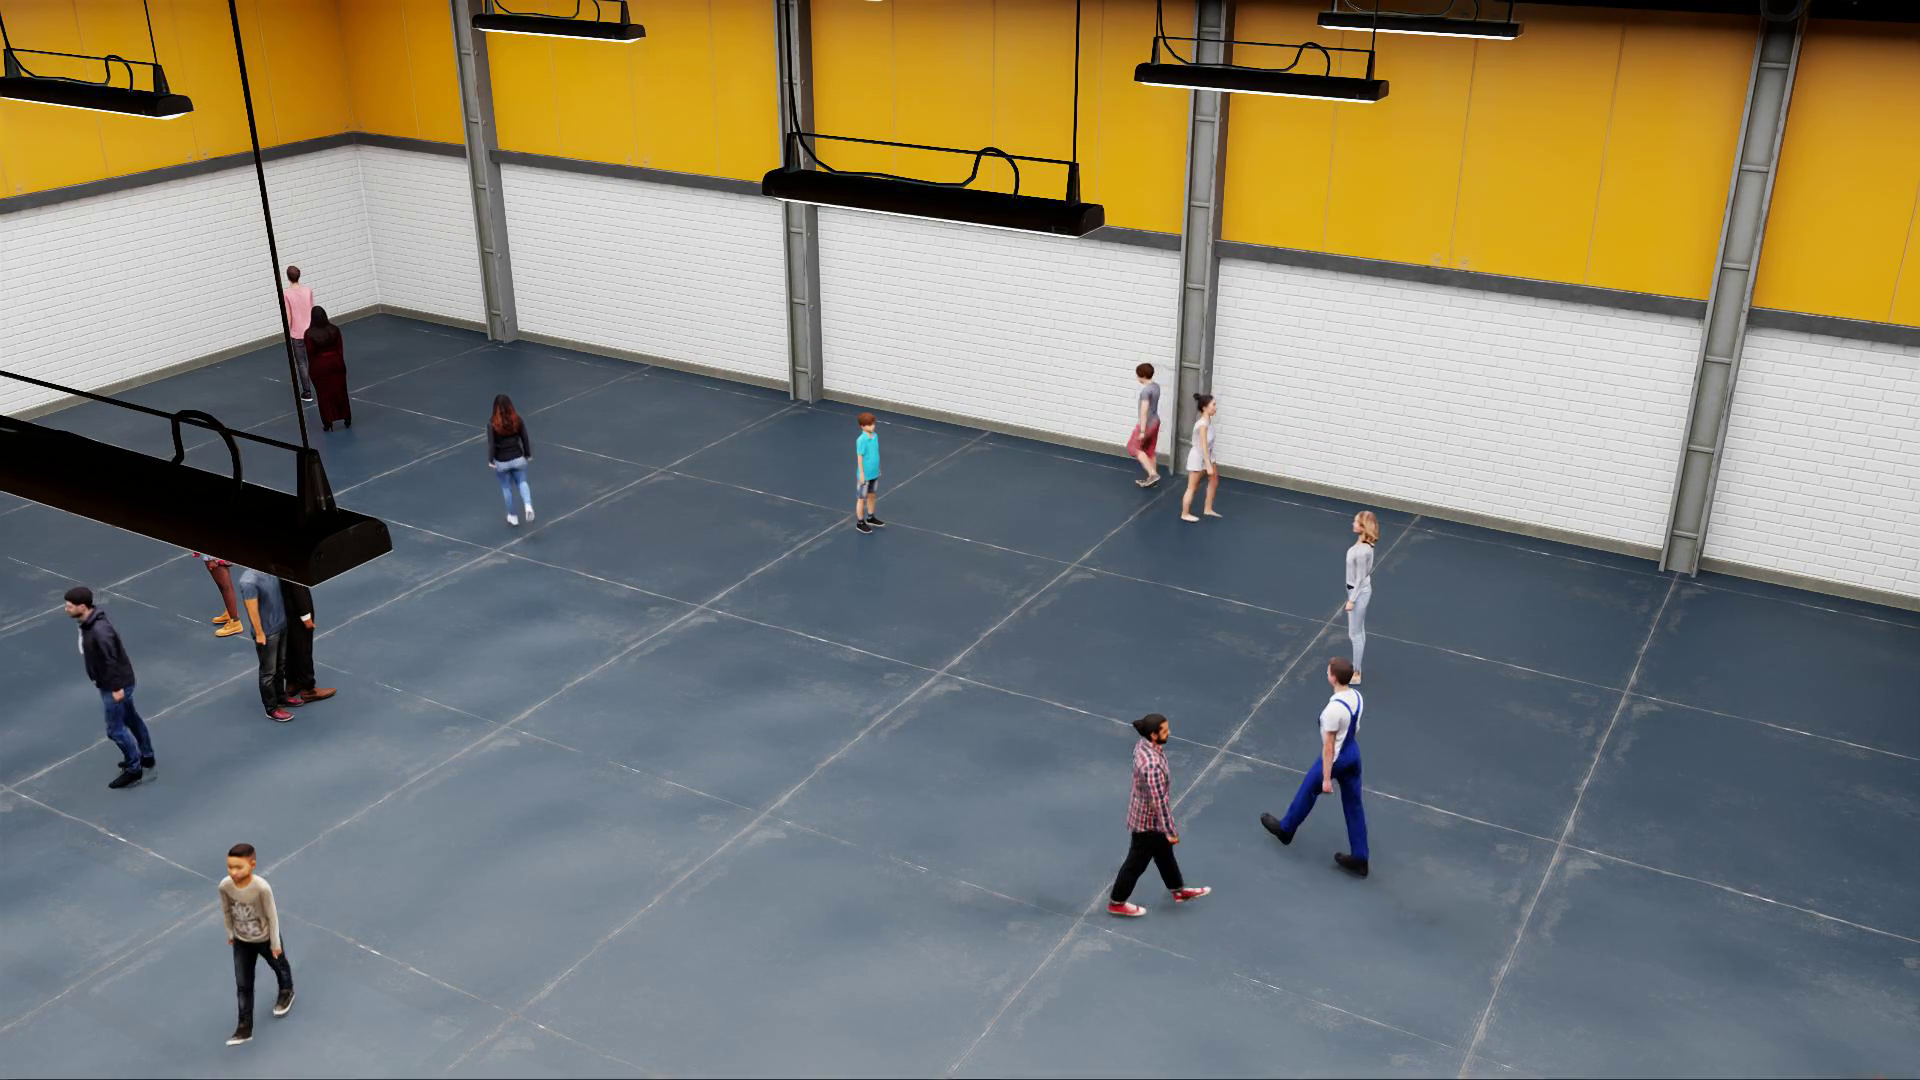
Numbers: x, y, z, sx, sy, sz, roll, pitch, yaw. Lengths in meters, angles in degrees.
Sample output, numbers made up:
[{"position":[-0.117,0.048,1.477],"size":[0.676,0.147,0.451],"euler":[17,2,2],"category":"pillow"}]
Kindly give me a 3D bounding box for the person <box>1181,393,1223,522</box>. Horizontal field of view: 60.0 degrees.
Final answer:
[{"position":[2.803,-0.974,19.837],"size":[0.729,1.589,0.621],"euler":[10,25,21],"category":"person"}]

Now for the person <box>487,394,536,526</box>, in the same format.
[{"position":[-5.295,-0.906,19.646],"size":[0.824,1.618,0.904],"euler":[-14,27,-28],"category":"person"}]

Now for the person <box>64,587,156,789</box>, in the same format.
[{"position":[-7.315,1.227,14.448],"size":[0.856,1.873,0.760],"euler":[-15,28,-30],"category":"person"}]

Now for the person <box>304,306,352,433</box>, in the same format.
[{"position":[-8.665,-2.358,22.793],"size":[0.739,1.757,0.719],"euler":[-19,30,-36],"category":"person"}]

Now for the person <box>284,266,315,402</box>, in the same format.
[{"position":[-9.475,-2.988,23.984],"size":[0.602,1.958,0.672],"euler":[19,30,37],"category":"person"}]

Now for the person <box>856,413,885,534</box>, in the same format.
[{"position":[-1.096,-0.825,19.671],"size":[0.509,1.448,0.537],"euler":[16,28,32],"category":"person"}]

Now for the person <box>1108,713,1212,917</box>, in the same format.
[{"position":[1.351,2.109,12.601],"size":[1.157,1.737,0.972],"euler":[2,24,5],"category":"person"}]

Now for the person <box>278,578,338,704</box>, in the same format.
[{"position":[-6.347,0.630,15.774],"size":[0.601,1.904,0.804],"euler":[18,30,36],"category":"person"}]

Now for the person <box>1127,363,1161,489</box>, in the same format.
[{"position":[2.416,-1.397,20.745],"size":[0.651,1.638,0.609],"euler":[13,27,27],"category":"person"}]

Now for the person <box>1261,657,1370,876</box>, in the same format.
[{"position":[3.068,1.829,13.163],"size":[0.902,1.799,1.281],"euler":[-21,31,-39],"category":"person"}]

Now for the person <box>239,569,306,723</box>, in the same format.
[{"position":[-6.467,0.800,15.510],"size":[0.709,1.805,0.726],"euler":[1,24,3],"category":"person"}]

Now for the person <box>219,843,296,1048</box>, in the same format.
[{"position":[-4.858,2.719,11.580],"size":[0.978,1.436,0.914],"euler":[0,24,1],"category":"person"}]

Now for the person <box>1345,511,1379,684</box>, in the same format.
[{"position":[3.858,0.545,16.105],"size":[0.568,1.796,0.626],"euler":[8,25,17],"category":"person"}]
